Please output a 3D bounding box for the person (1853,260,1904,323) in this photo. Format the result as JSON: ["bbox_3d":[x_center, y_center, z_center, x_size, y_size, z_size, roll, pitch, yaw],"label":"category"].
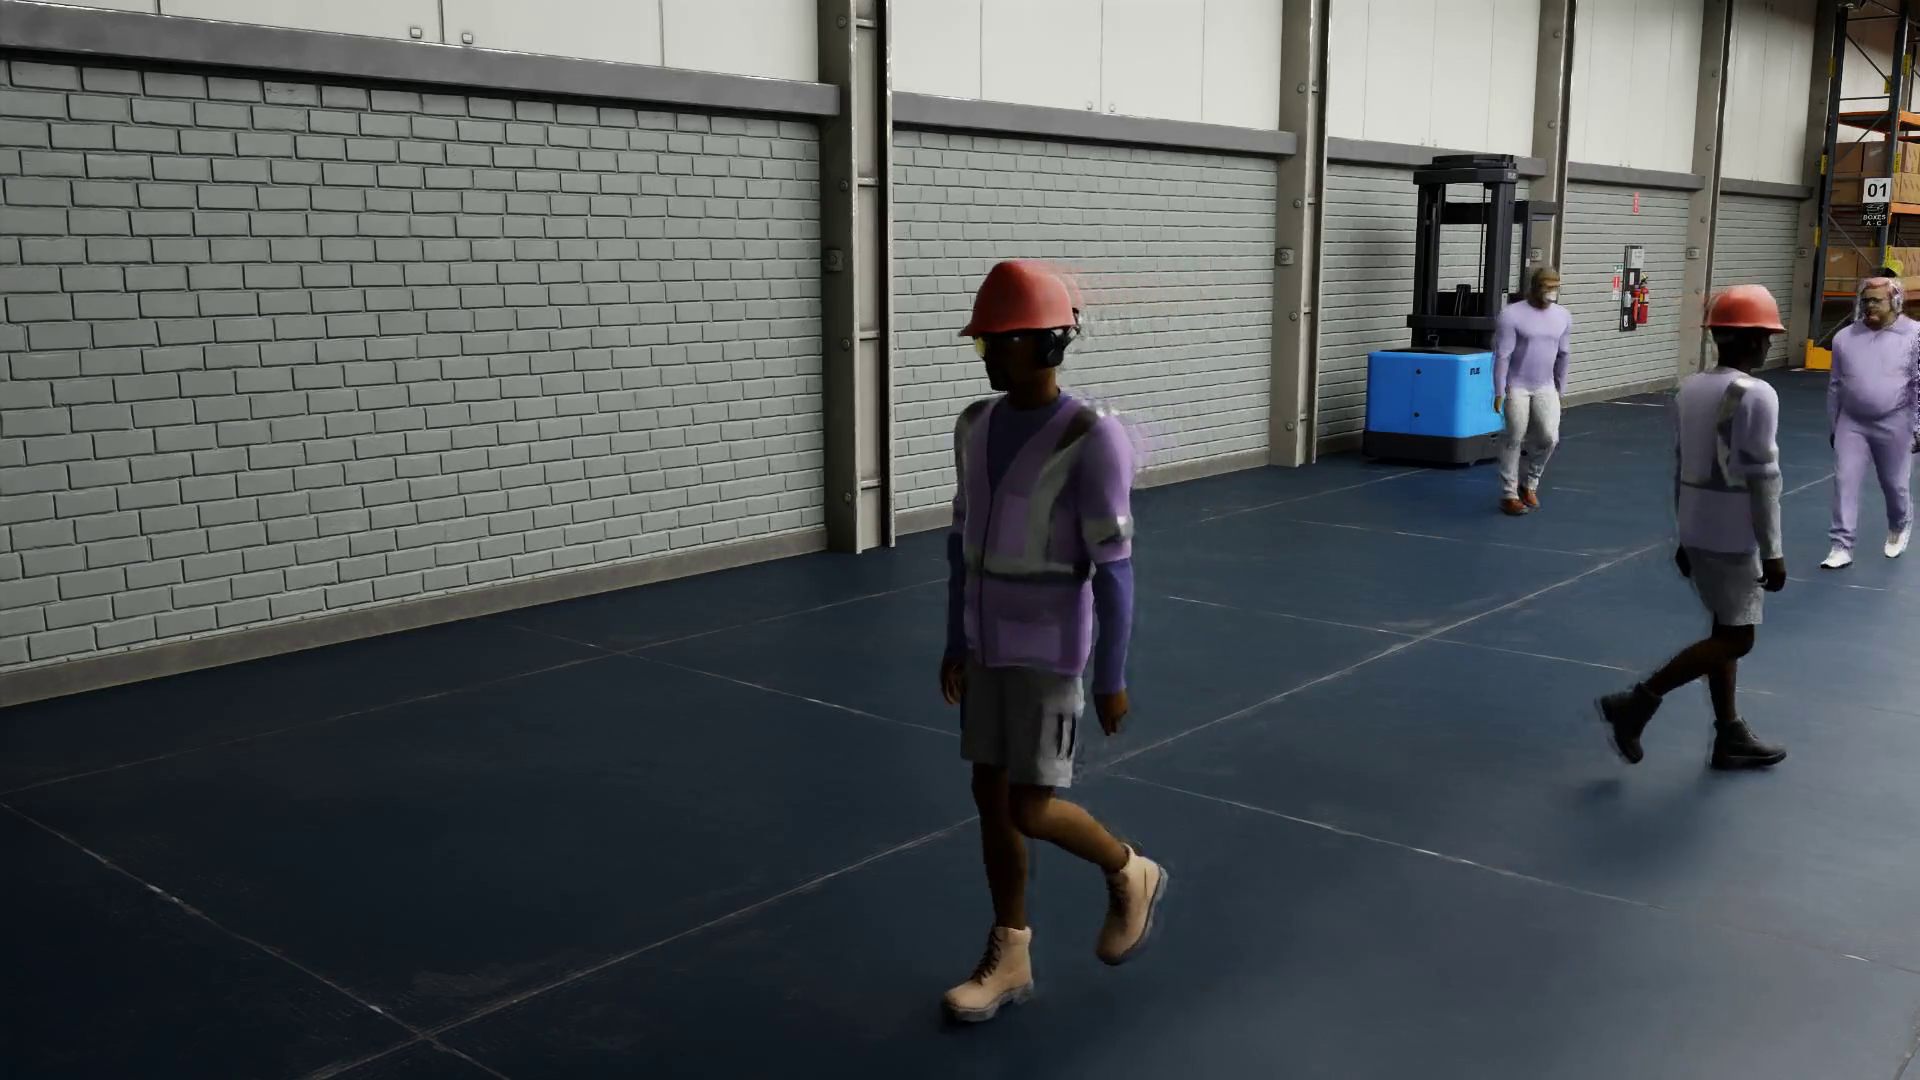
[{"bbox_3d":[13.941,-3.320,25.354,0.710,1.877,0.380,6,12,33],"label":"person"}]

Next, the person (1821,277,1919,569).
[{"bbox_3d":[5.979,-0.771,10.829,0.650,1.876,0.880,9,14,43],"label":"person"}]

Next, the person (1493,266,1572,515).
[{"bbox_3d":[4.399,-1.147,12.840,0.665,1.915,0.444,-1,10,-8],"label":"person"}]

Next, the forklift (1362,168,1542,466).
[{"bbox_3d":[4.875,-2.212,16.287,1.129,2.768,1.873,8,13,40],"label":"forklift"}]

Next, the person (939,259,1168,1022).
[{"bbox_3d":[0.229,0.270,4.469,0.602,2.026,0.614,-7,12,-37],"label":"person"}]

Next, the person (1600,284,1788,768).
[{"bbox_3d":[2.915,-0.027,6.469,0.772,1.916,0.561,-1,10,-4],"label":"person"}]
